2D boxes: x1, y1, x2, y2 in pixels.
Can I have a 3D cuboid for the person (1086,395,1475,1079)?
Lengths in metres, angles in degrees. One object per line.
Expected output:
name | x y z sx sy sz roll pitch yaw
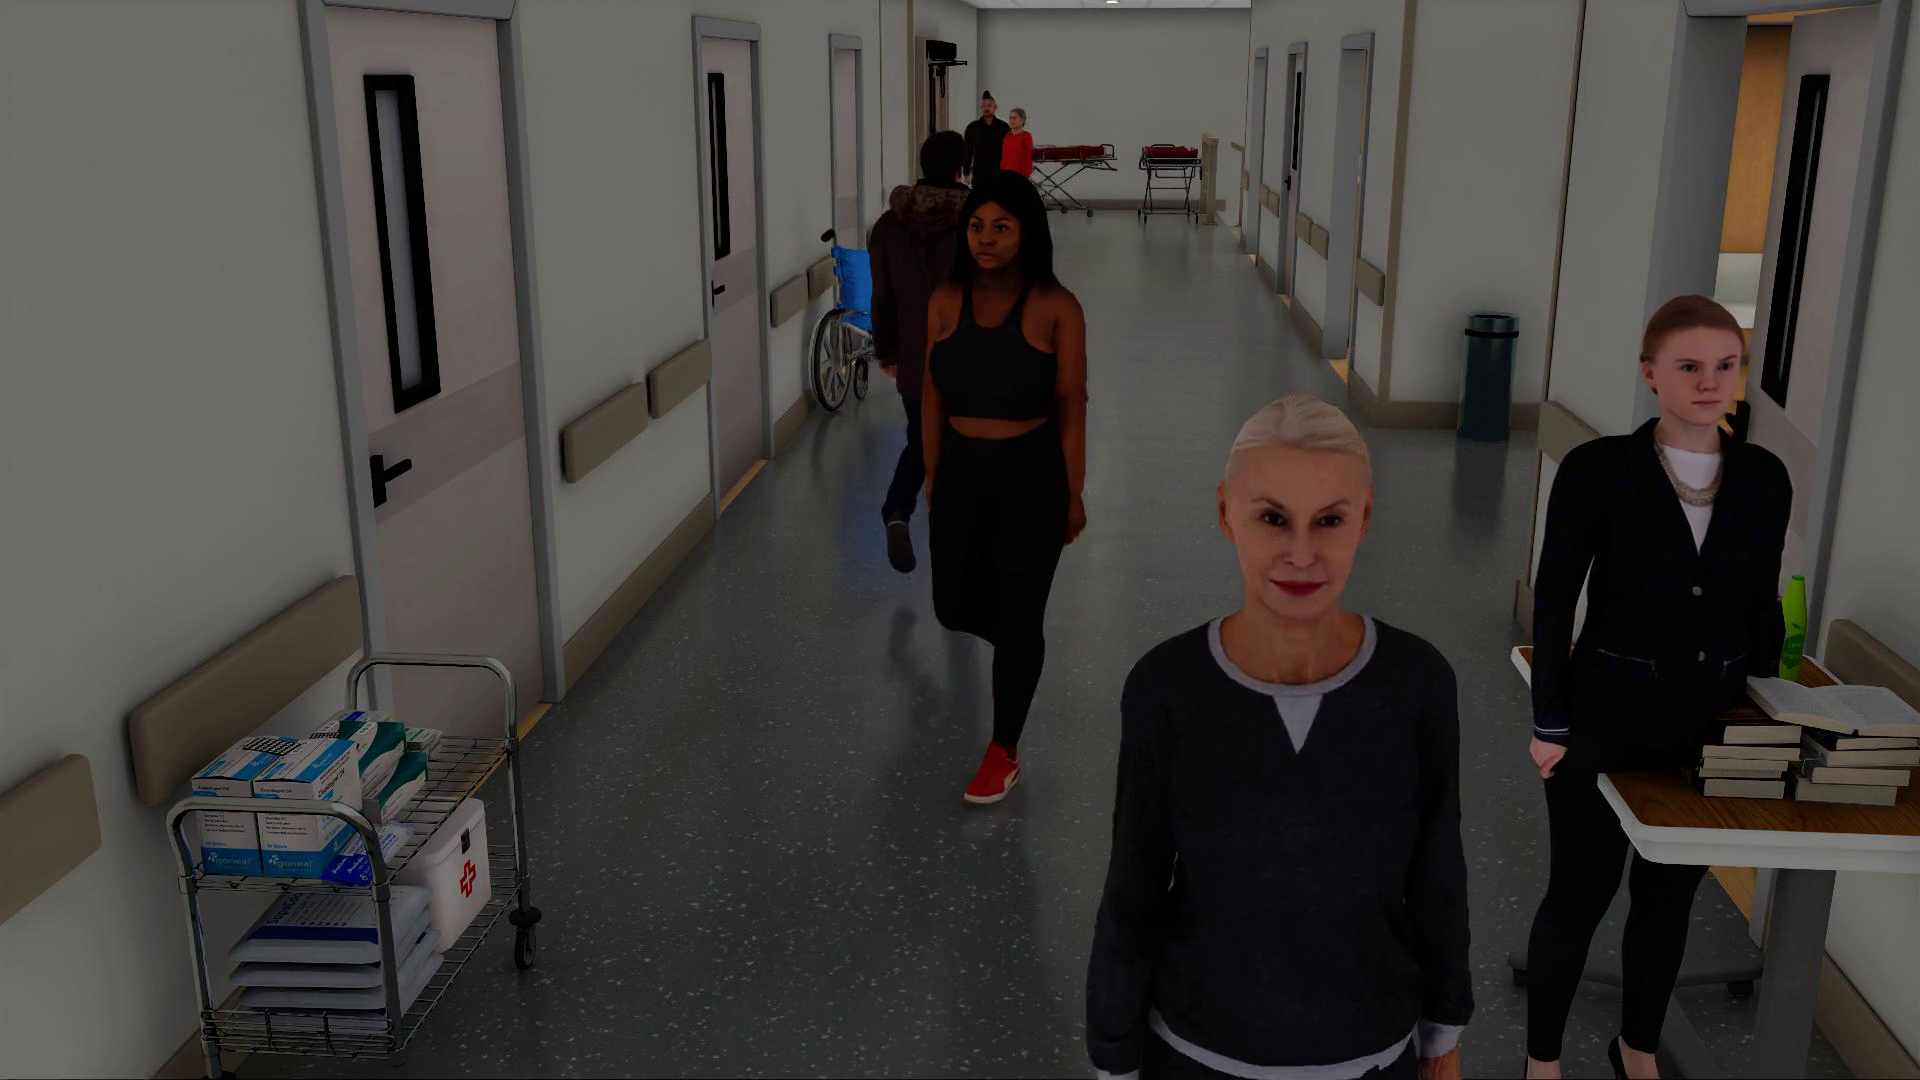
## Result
person | 0.421 0.626 2.253 0.663 1.709 0.582 2 16 6

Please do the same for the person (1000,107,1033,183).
person | 0.680 -3.991 18.676 0.777 1.686 0.902 11 19 34

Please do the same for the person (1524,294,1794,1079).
person | 1.311 0.374 3.193 0.639 1.685 0.591 0 16 -2

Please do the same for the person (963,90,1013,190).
person | 0.347 -4.306 19.509 0.821 1.838 1.074 3 16 10

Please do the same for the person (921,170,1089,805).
person | 0.152 -0.171 4.914 0.856 1.800 1.078 6 17 21

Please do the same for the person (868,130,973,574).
person | -0.092 -0.728 6.833 0.880 1.831 1.058 5 17 17
